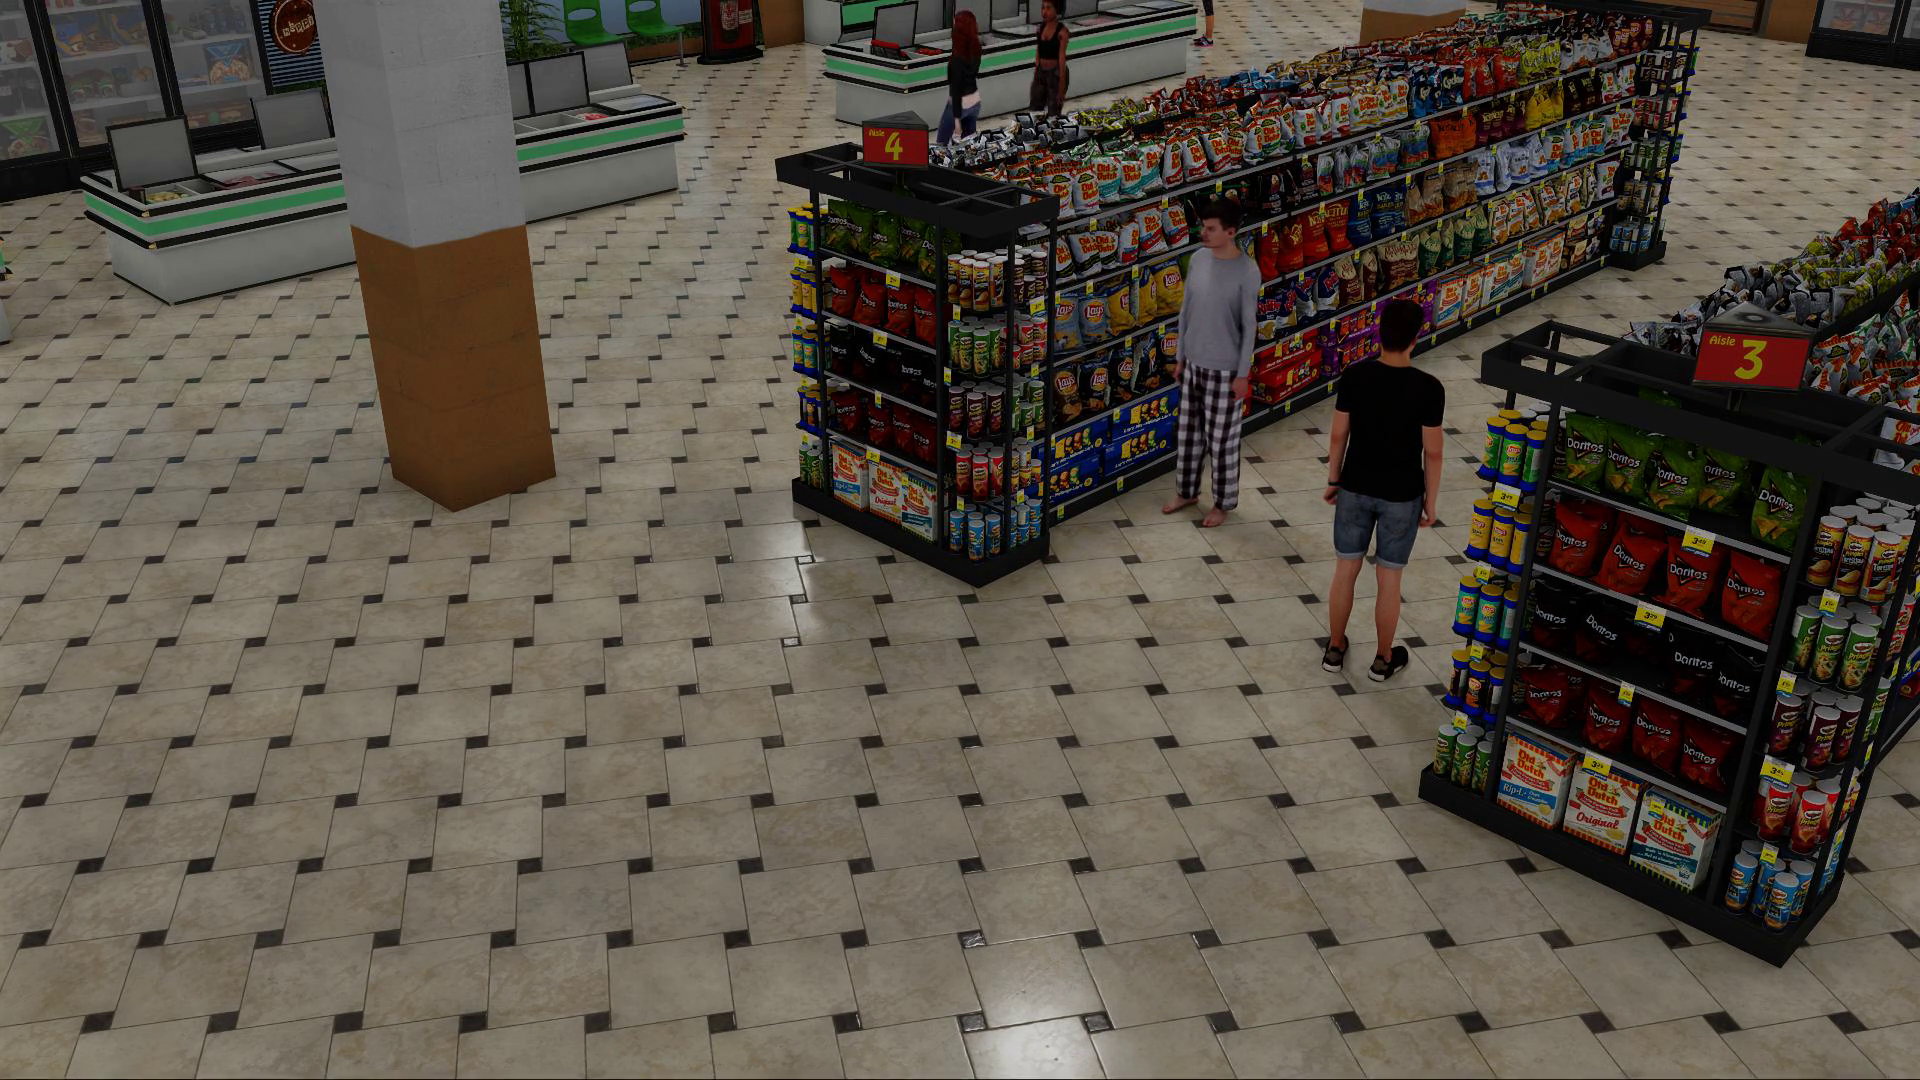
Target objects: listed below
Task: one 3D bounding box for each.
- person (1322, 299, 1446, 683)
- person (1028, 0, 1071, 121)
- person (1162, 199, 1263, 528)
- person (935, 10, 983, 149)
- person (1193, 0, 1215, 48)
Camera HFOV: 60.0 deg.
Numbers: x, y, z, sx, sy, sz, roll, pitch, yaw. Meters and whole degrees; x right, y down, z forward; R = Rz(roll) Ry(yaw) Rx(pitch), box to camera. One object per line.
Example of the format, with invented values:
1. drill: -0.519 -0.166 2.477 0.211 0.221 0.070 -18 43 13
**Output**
1. person: 1.923 -0.223 7.643 0.740 1.846 0.678 13 29 23
2. person: 0.948 -4.412 16.084 0.590 1.684 0.707 22 34 37
3. person: 1.400 -0.979 9.135 0.618 1.846 0.525 24 36 39
4. person: 0.099 -3.726 14.635 0.672 1.771 0.585 18 32 32
5. person: 3.302 -7.442 22.009 0.726 1.729 0.651 3 27 6
